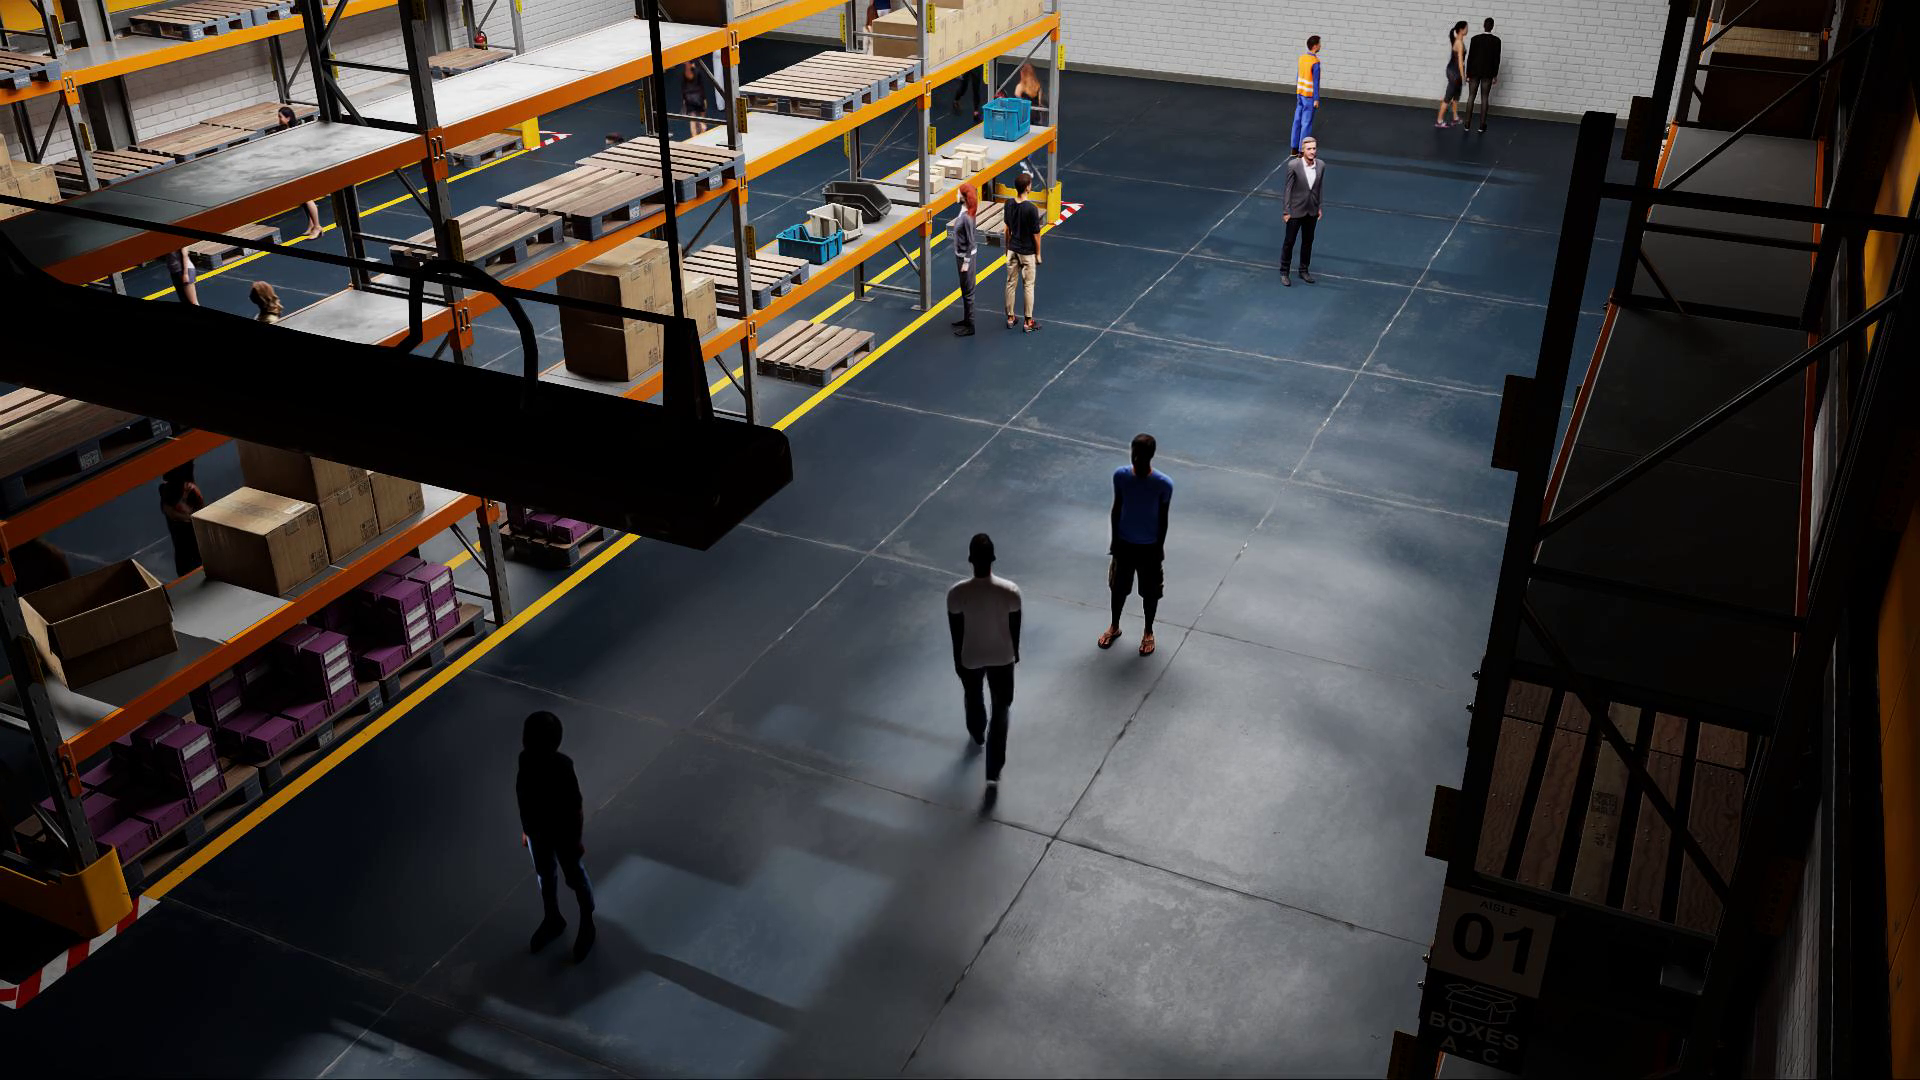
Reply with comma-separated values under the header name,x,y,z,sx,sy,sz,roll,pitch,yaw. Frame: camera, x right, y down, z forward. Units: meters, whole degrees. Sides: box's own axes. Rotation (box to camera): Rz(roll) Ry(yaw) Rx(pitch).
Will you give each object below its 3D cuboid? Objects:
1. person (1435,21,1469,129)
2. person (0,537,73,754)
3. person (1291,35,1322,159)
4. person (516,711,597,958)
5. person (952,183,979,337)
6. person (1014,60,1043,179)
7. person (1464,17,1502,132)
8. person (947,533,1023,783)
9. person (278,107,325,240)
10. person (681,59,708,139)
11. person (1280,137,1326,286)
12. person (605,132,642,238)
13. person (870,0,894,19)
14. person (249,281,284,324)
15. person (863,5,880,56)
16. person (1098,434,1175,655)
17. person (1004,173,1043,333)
name,x,y,z,sx,sy,sz,roll,pitch,yaw
person,8.008,-7.623,27.252,0.829,1.719,0.824,0,29,0
person,-6.639,0.556,12.201,0.819,1.773,1.204,9,30,16
person,5.364,-6.843,25.672,0.840,1.862,0.783,-11,30,-19
person,-2.456,1.763,10.063,0.587,1.702,0.559,9,30,16
person,0.068,-3.242,19.158,0.720,1.780,0.610,-3,29,-6
person,1.056,-6.229,24.717,0.880,1.700,0.901,-16,32,-26
person,8.500,-7.592,27.111,0.677,1.799,0.557,10,30,17
person,0.193,0.842,11.611,0.915,1.836,1.236,3,29,6
person,-8.830,-4.903,22.213,0.802,1.769,0.776,-18,33,-30
person,-4.173,-6.874,26.065,0.734,1.542,0.883,1,29,2
person,4.263,-4.115,20.693,0.797,1.842,0.851,-9,30,-16
person,-4.142,-4.191,20.829,1.108,1.845,0.938,-24,37,-37
person,-1.497,-10.101,31.671,0.707,1.839,0.782,-12,31,-21
person,-6.749,-1.745,16.473,0.723,1.722,0.706,-16,33,-27
person,-1.462,-8.241,28.392,0.654,1.712,0.745,-17,33,-28
person,1.409,0.002,13.125,0.663,1.862,0.574,11,30,19
person,0.715,-3.332,19.240,0.663,1.859,0.574,18,33,30
